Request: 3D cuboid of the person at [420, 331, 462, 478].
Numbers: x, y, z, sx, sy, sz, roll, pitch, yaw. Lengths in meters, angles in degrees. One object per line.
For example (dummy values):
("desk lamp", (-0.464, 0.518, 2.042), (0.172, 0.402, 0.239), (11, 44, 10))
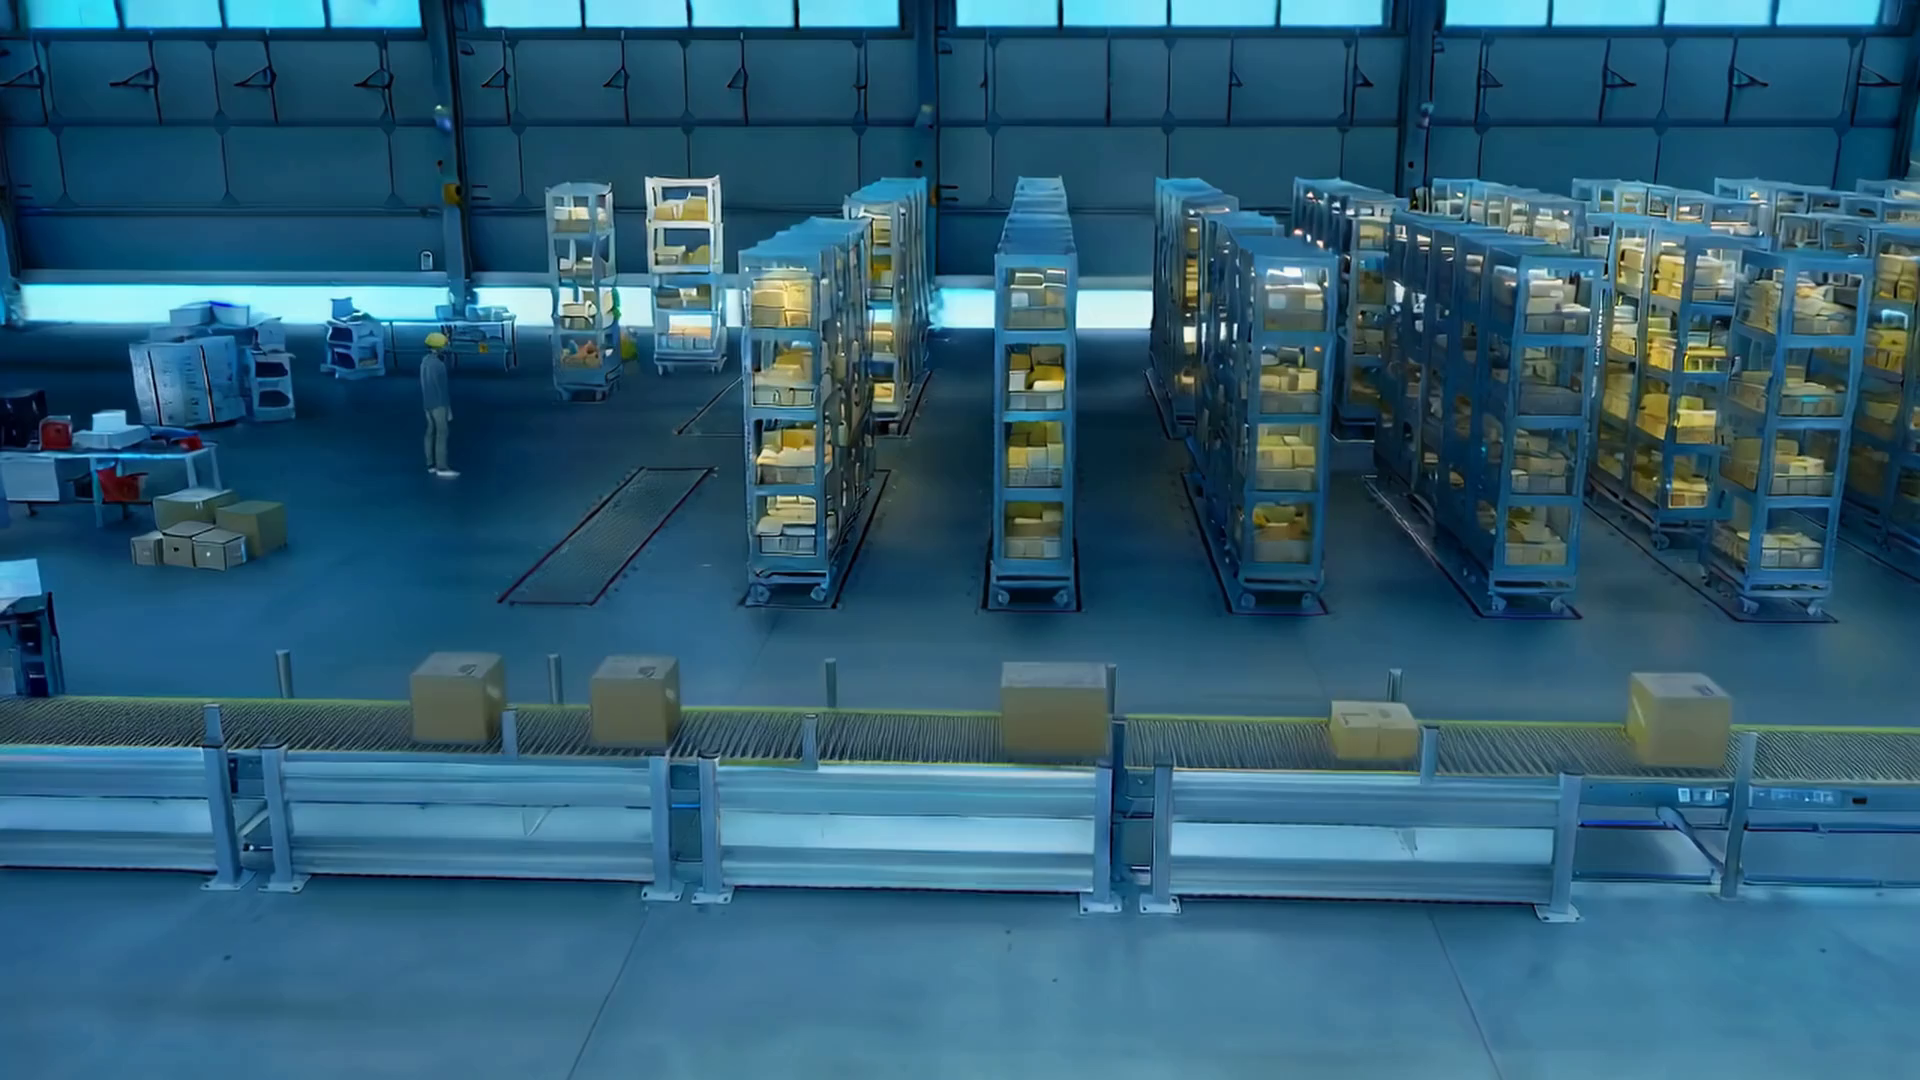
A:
("person", (-7.081, -1.845, 22.611), (0.401, 1.989, 0.623), (-13, 20, -40))
